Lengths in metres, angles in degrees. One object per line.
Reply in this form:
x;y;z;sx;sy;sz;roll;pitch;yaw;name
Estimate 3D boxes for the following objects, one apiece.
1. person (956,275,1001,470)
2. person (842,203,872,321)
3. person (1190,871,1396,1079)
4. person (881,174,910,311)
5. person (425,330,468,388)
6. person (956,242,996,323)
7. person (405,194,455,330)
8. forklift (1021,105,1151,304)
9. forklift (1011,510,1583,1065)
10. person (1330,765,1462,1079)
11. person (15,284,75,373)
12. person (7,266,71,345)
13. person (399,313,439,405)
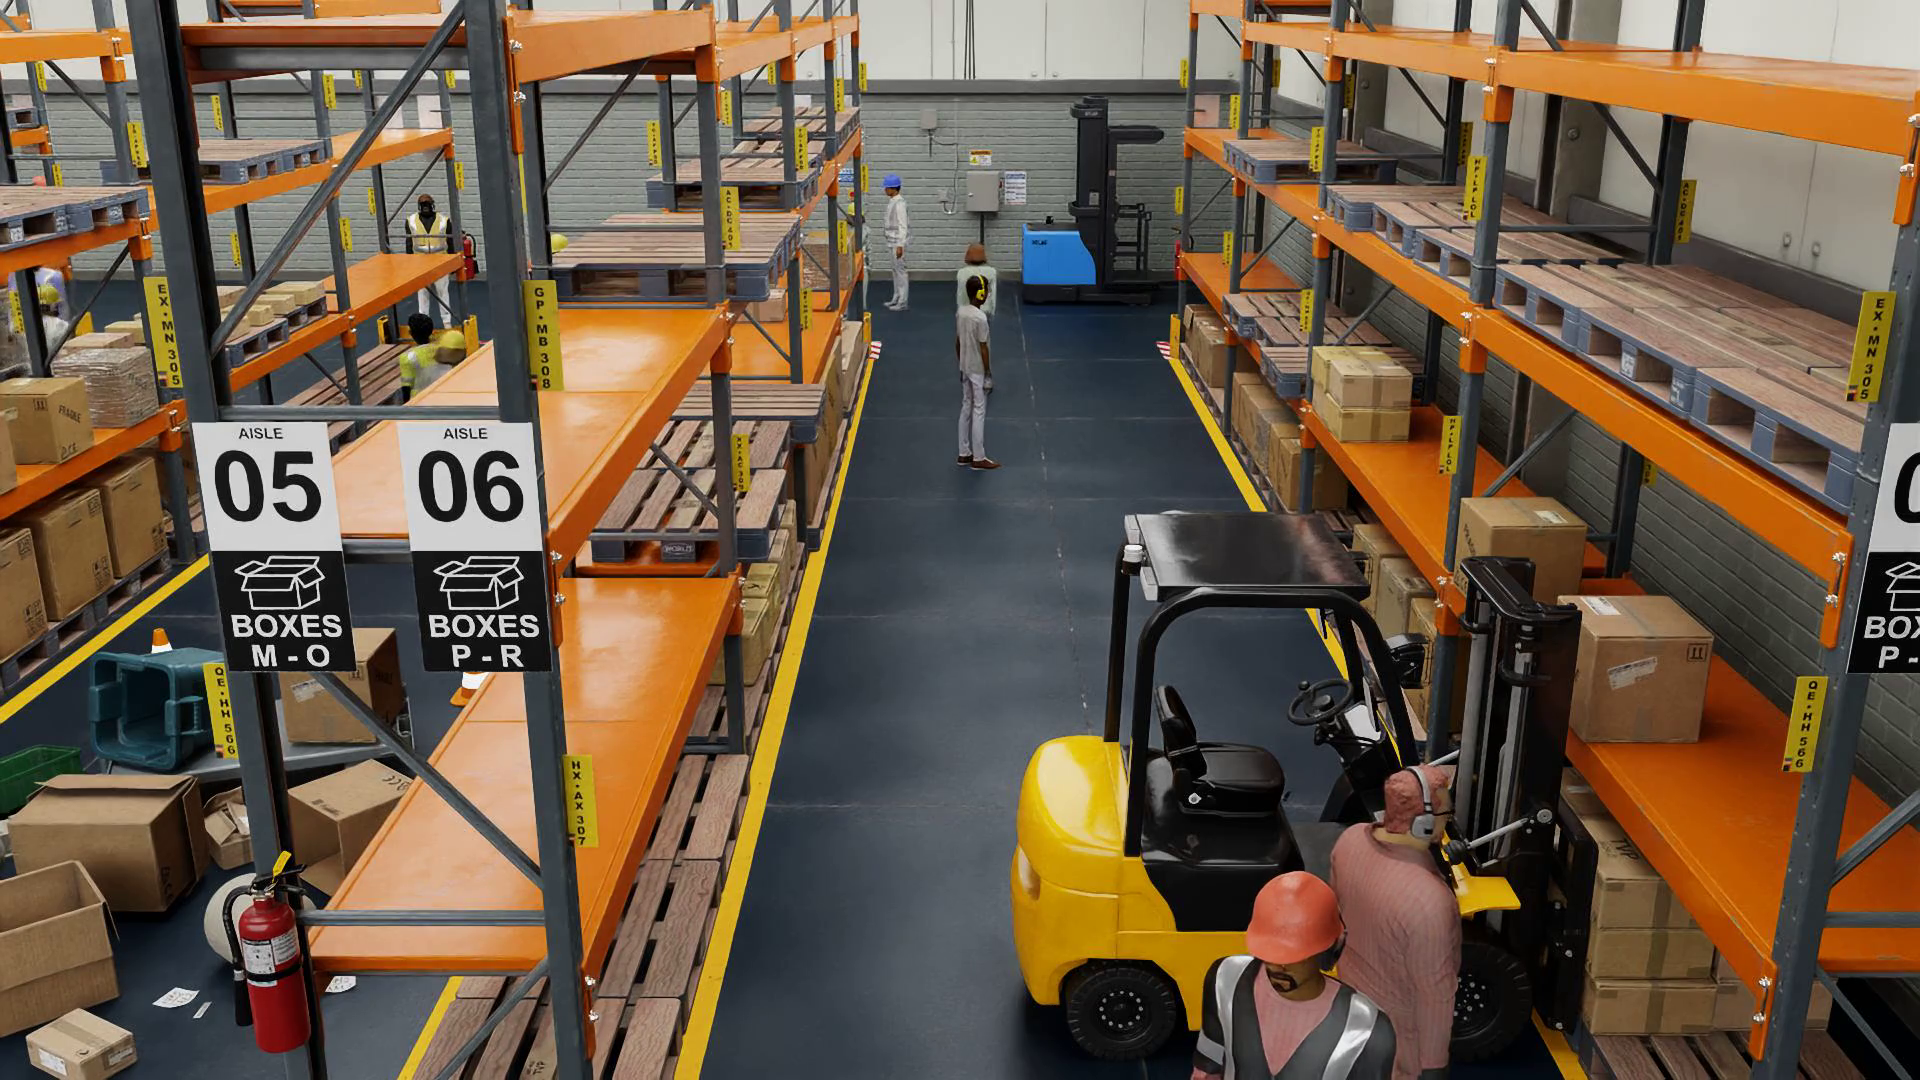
0.160;-1.602;15.933;0.329;1.865;0.507;-12;22;-31;person
-1.400;-3.660;22.361;0.486;1.737;0.319;-7;20;-21;person
0.958;1.916;5.012;0.608;2.044;0.371;11;21;30;person
-0.918;-4.262;23.844;0.402;1.943;0.609;-4;19;-13;person
-4.283;-0.926;14.096;0.521;1.717;0.495;13;22;34;person
0.213;-2.681;19.584;0.499;1.622;0.453;-6;19;-19;person
-7.110;-3.719;22.365;0.619;1.845;0.430;-5;19;-16;person
1.857;-4.944;24.441;1.873;2.768;1.129;0;18;0;forklift
1.387;1.055;7.378;2.313;2.155;1.214;0;18;0;forklift
1.564;1.680;5.941;0.408;1.908;0.643;-6;19;-18;person
-8.666;-1.559;15.929;0.586;1.788;0.934;1;18;2;person
-9.979;-2.292;17.969;0.556;1.893;0.950;0;18;0;person
-4.772;-1.198;14.975;0.320;1.693;0.534;14;23;37;person
